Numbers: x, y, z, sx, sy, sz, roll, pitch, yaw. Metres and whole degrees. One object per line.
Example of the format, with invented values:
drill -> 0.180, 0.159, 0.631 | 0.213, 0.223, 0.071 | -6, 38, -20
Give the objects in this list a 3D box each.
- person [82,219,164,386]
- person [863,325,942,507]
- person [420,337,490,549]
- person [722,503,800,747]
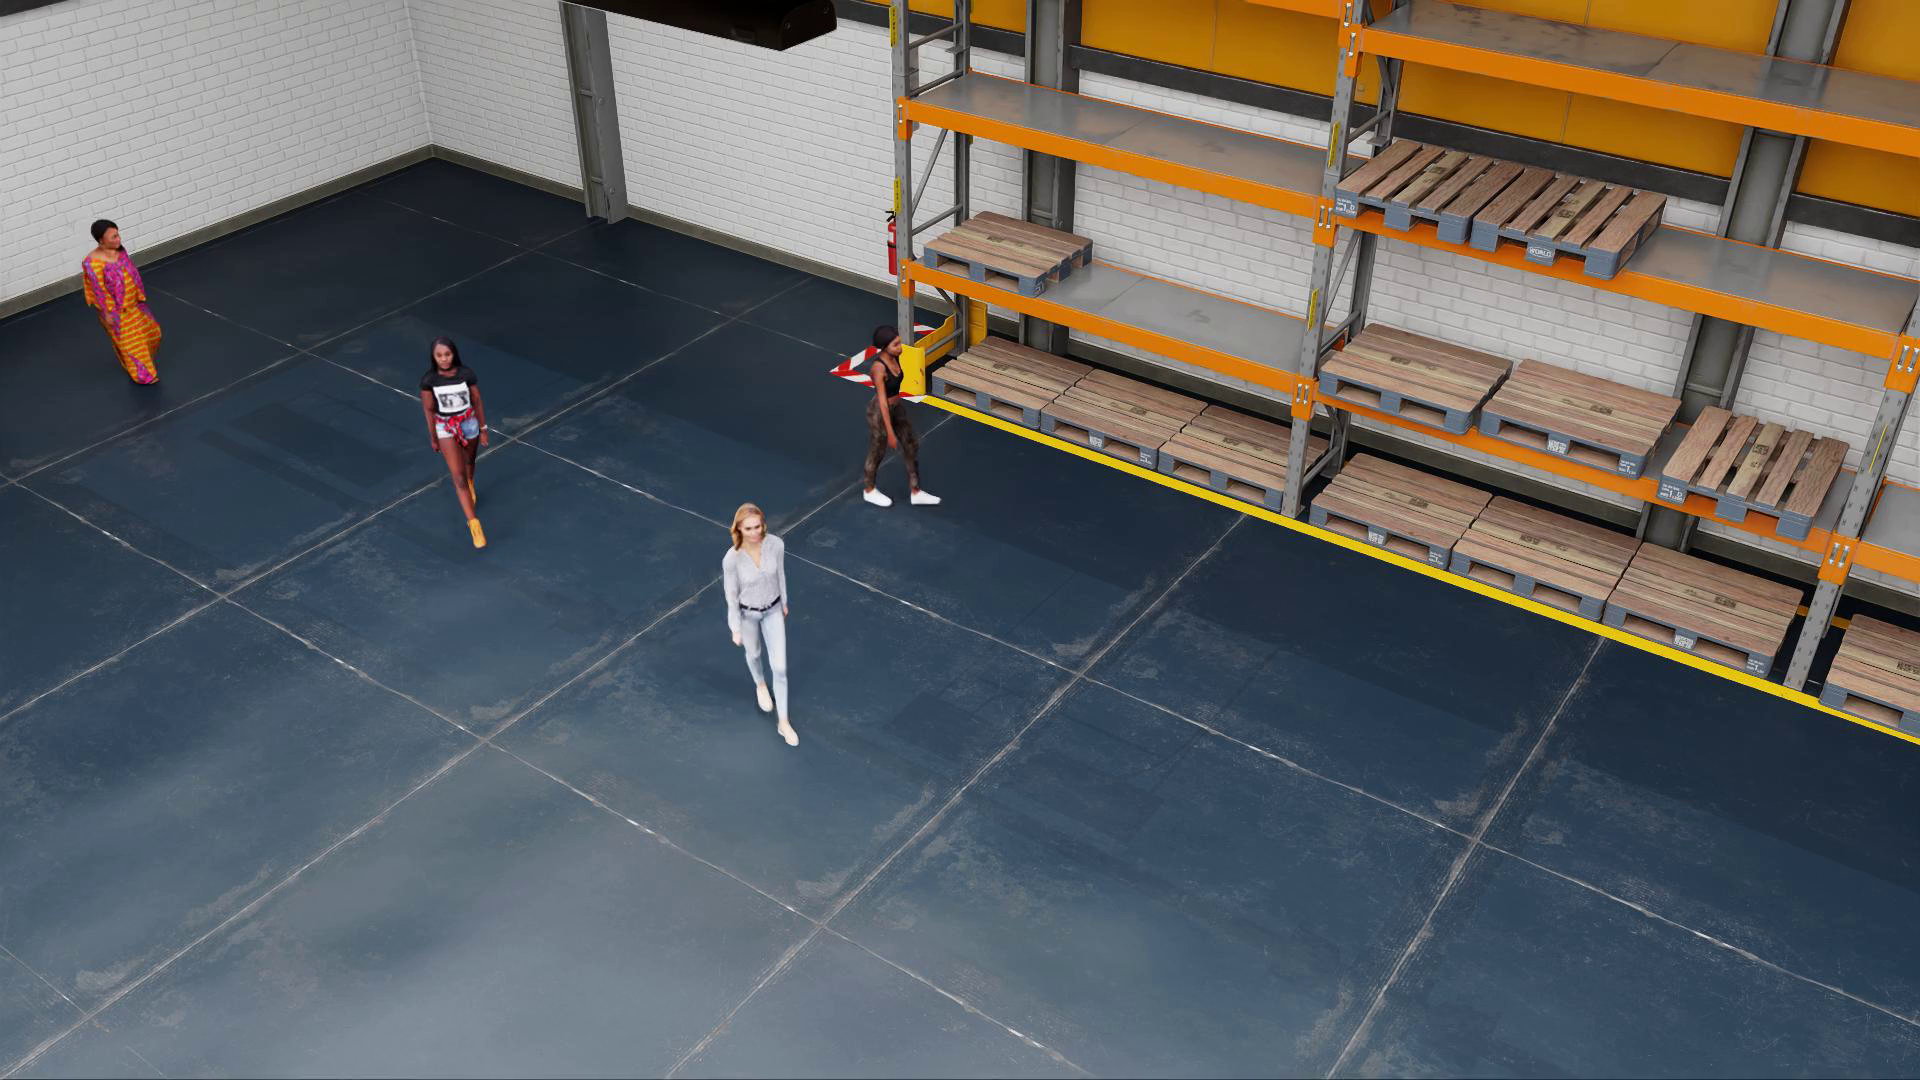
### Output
person -> -7.862, -2.227, 15.498 | 0.857, 1.664, 0.796 | 9, 35, 13
person -> -0.678, -1.009, 13.654 | 0.948, 1.676, 0.724 | 13, 36, 19
person -> -4.065, -0.879, 13.462 | 1.017, 1.673, 1.297 | -15, 36, -21
person -> -1.405, 0.470, 11.347 | 0.923, 1.766, 1.083 | -13, 36, -19
